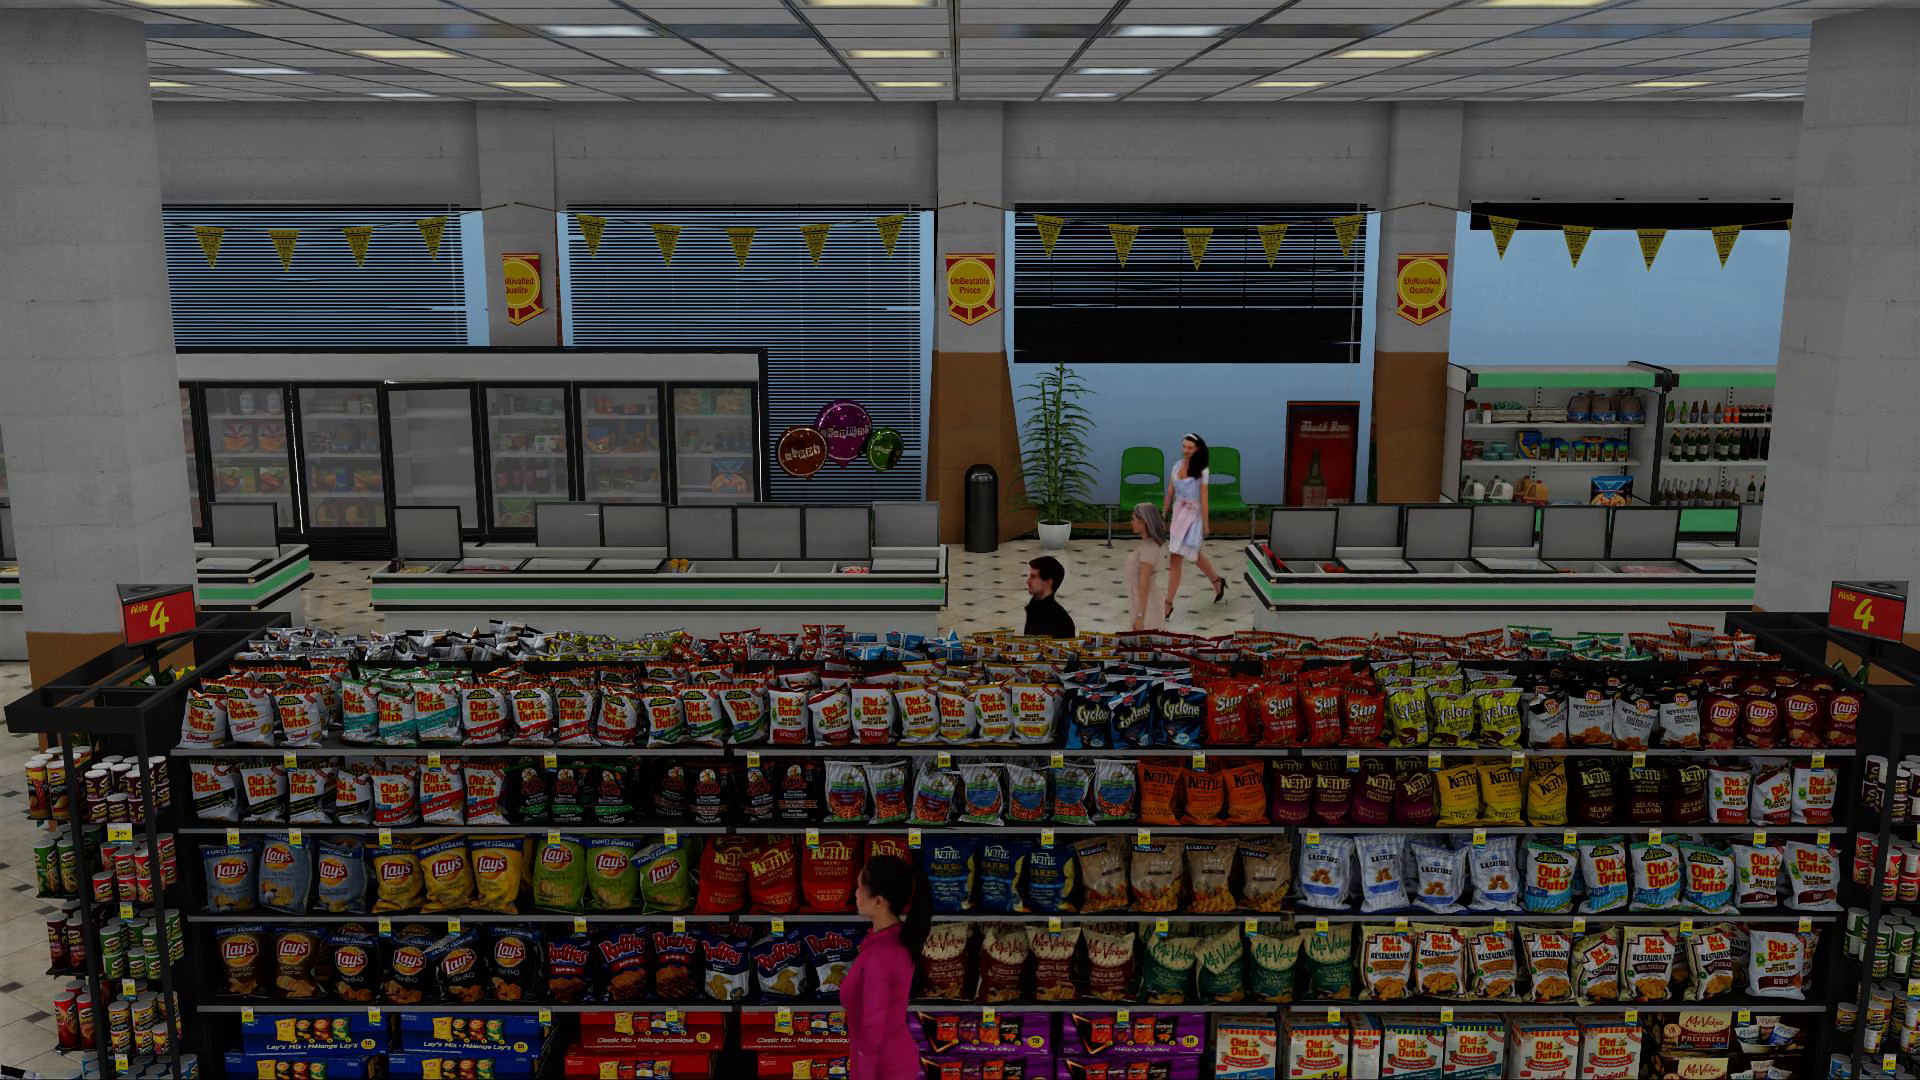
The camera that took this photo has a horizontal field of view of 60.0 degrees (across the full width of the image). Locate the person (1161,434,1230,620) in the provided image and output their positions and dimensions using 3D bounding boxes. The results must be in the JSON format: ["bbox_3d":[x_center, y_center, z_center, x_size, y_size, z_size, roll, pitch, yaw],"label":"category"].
[{"bbox_3d":[2.243,-0.119,15.856,1.269,1.768,1.124,-8,15,-35],"label":"person"}]

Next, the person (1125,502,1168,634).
[{"bbox_3d":[1.433,0.568,12.678,0.616,1.734,0.639,3,12,12],"label":"person"}]

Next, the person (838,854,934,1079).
[{"bbox_3d":[-0.184,1.981,6.092,0.992,1.682,0.612,1,12,5],"label":"person"}]

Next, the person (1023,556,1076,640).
[{"bbox_3d":[0.624,1.020,10.378,1.253,1.797,0.990,-4,13,-18],"label":"person"}]
